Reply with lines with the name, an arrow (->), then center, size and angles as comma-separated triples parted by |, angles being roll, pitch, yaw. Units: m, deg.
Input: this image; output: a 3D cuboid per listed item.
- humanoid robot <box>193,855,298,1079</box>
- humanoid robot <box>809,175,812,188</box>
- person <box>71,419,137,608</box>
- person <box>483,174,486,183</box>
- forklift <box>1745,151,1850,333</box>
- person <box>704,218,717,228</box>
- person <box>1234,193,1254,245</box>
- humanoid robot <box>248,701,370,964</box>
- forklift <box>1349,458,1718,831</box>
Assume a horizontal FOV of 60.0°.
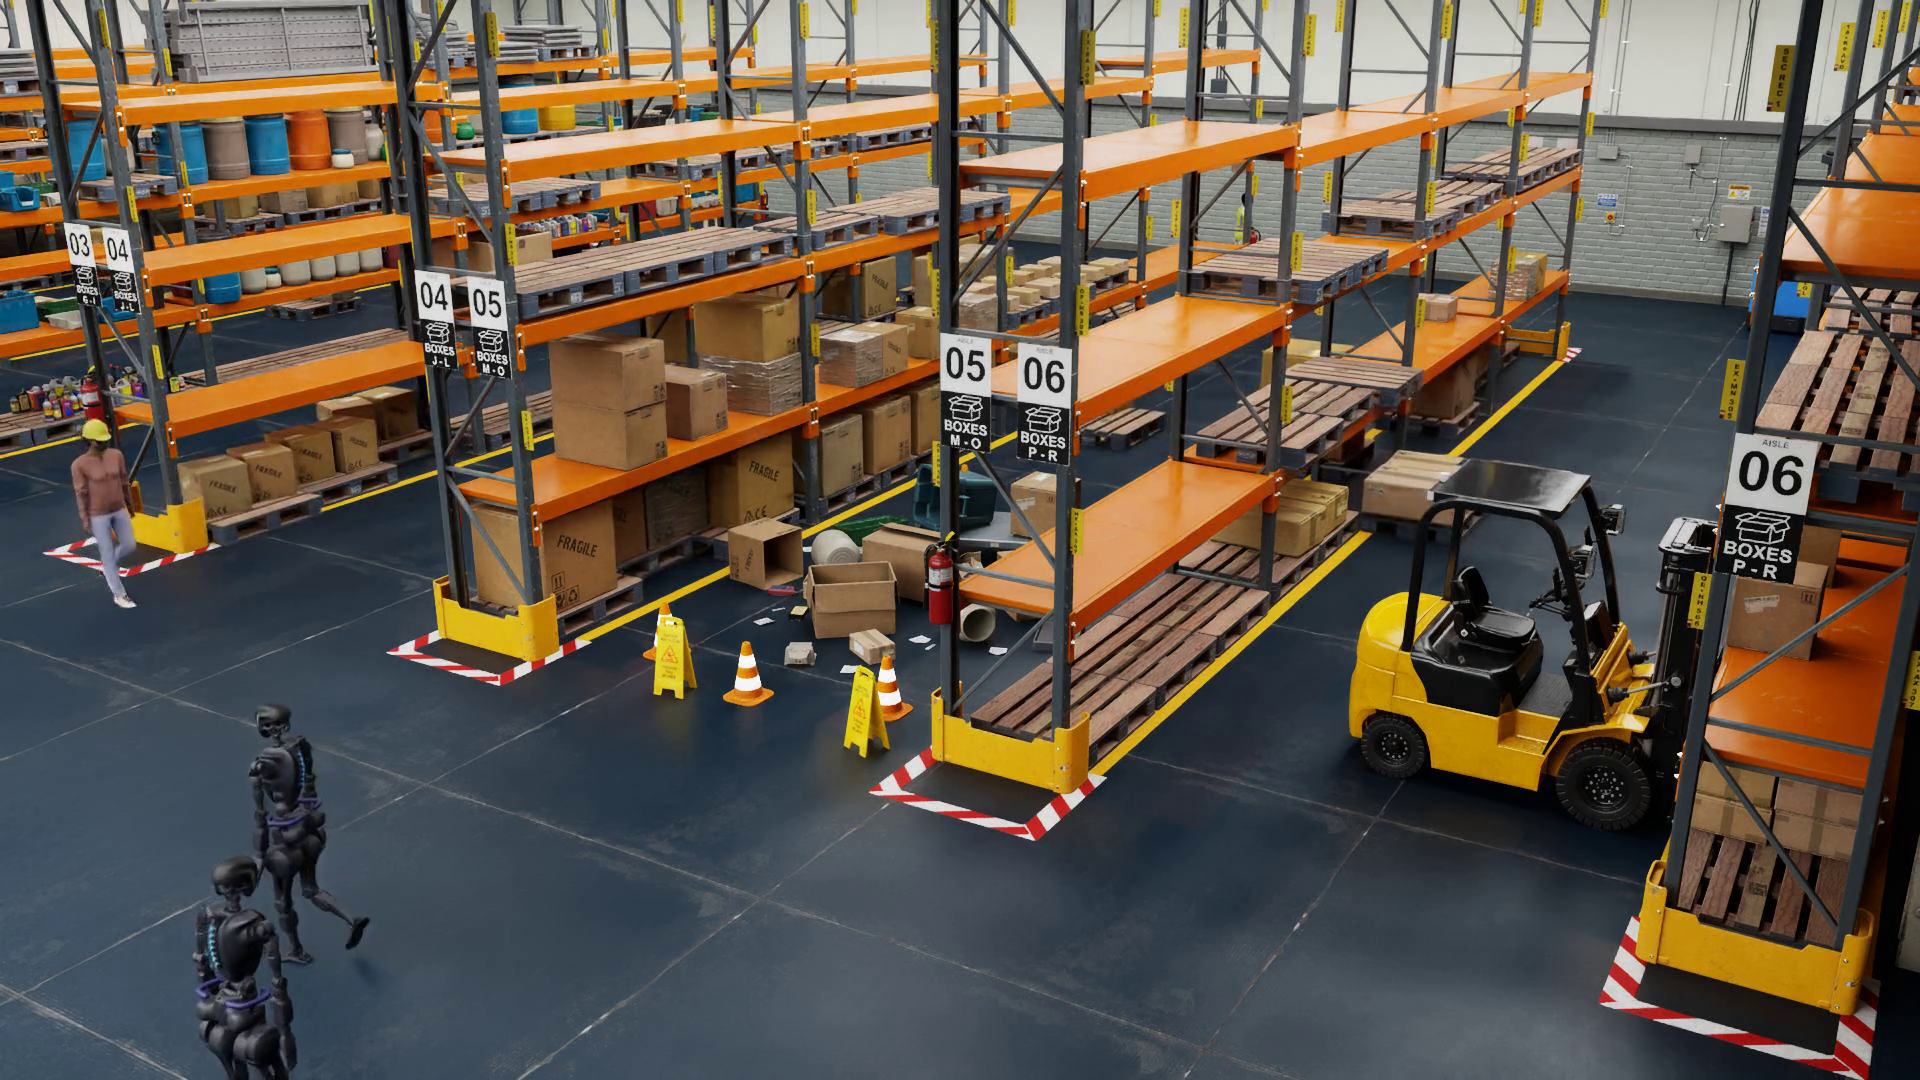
humanoid robot -> -3.419, 2.274, 7.902 | 0.592, 1.641, 0.380 | 9, 21, 24
humanoid robot -> -3.214, -7.060, 34.906 | 0.471, 1.656, 0.590 | -1, 19, -2
person -> -7.763, -0.258, 15.088 | 0.509, 1.757, 0.536 | 11, 22, 29
person -> -10.398, -7.741, 36.654 | 0.332, 1.801, 0.516 | 13, 23, 33
forklift -> 13.620, -4.667, 26.137 | 1.873, 2.768, 1.129 | 11, 22, 29
person -> -5.236, -7.063, 34.865 | 0.491, 1.688, 0.347 | -5, 20, -15
person -> 5.183, -5.515, 30.385 | 0.319, 1.685, 0.540 | -2, 19, -5
humanoid robot -> -3.787, 1.706, 9.554 | 0.540, 1.641, 0.609 | 4, 19, 11
forklift -> 3.988, 0.658, 11.776 | 2.313, 2.155, 1.214 | 11, 22, 29
